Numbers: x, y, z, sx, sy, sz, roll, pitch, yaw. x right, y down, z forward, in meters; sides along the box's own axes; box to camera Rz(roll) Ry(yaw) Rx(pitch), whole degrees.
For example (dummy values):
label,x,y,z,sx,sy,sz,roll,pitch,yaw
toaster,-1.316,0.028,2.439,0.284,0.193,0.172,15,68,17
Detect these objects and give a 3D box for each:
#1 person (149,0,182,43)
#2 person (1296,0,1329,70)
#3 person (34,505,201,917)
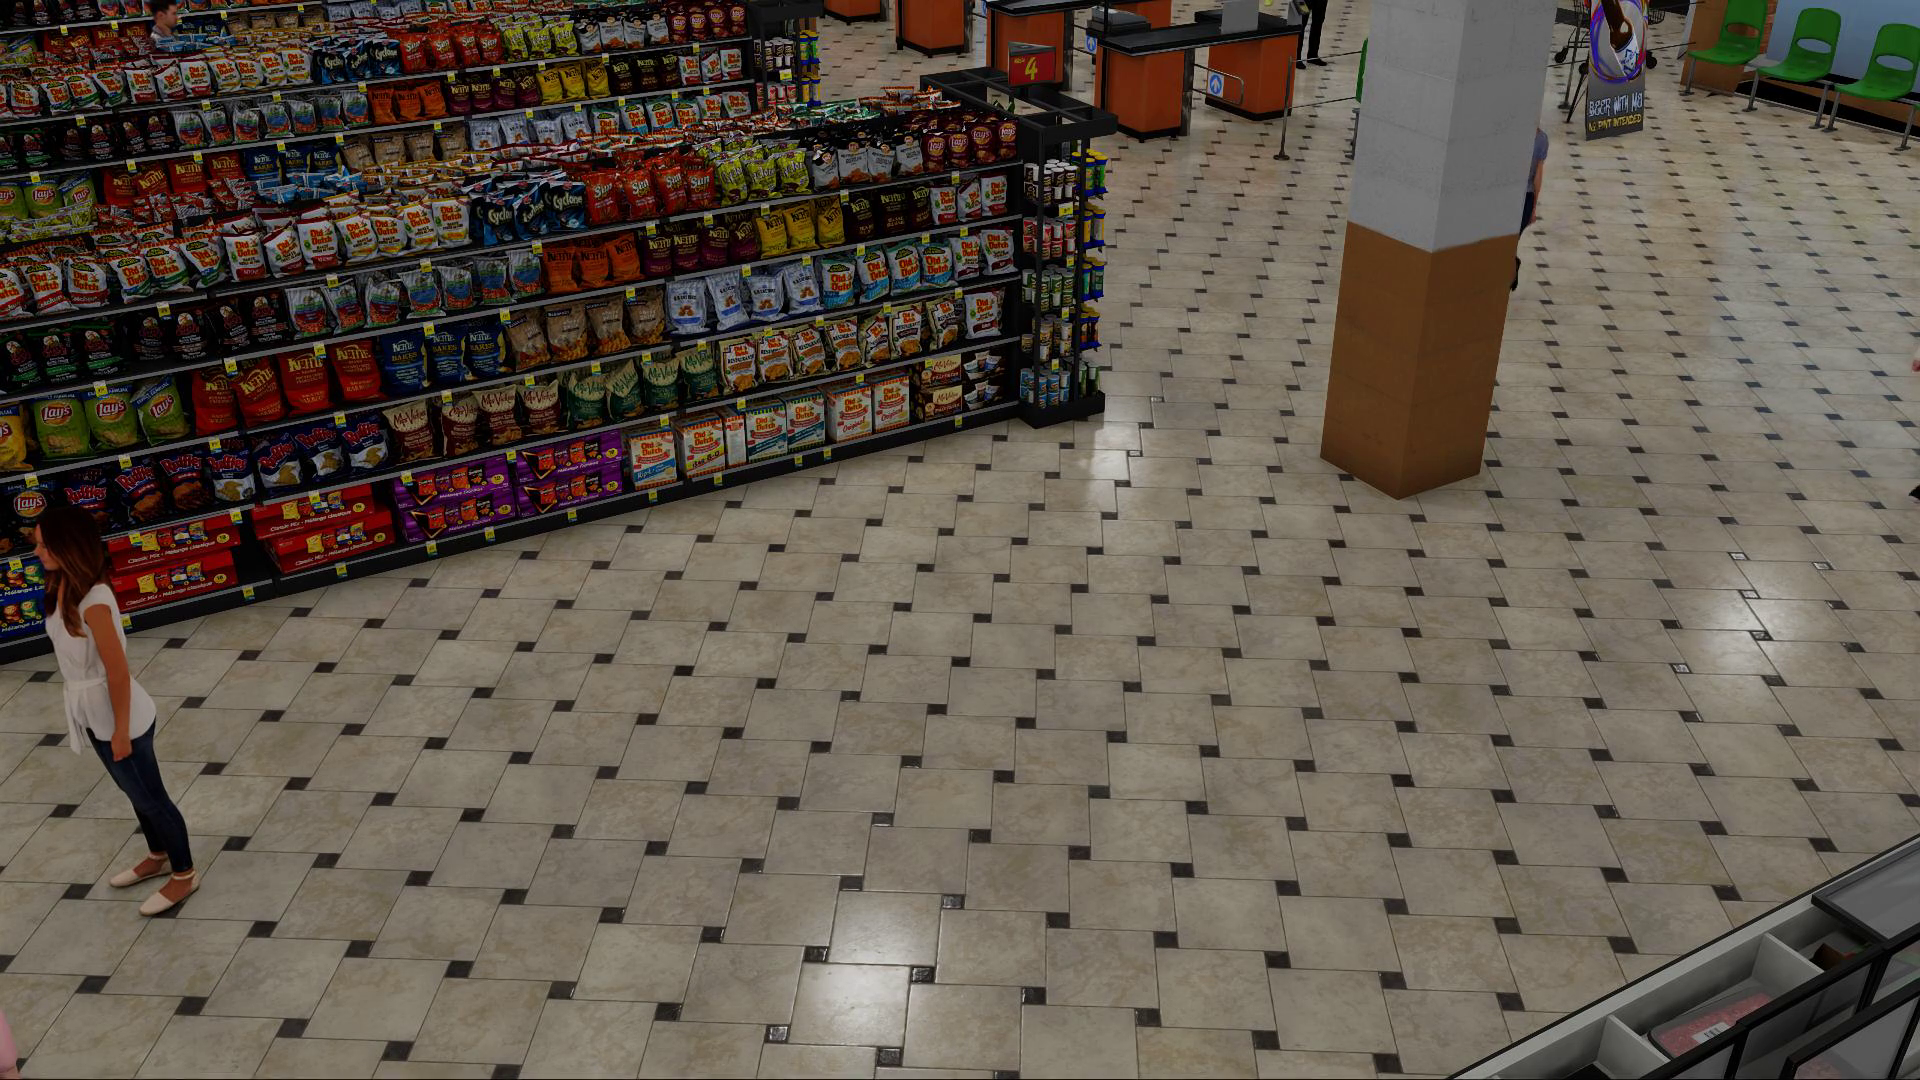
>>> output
label,x,y,z,sx,sy,sz,roll,pitch,yaw
person,-6.949,-3.879,14.767,0.612,1.860,0.714,-11,30,-19
person,4.201,-6.570,19.715,0.523,1.842,0.760,-16,33,-27
person,-3.303,0.668,6.517,0.599,1.785,0.638,-25,37,-37
